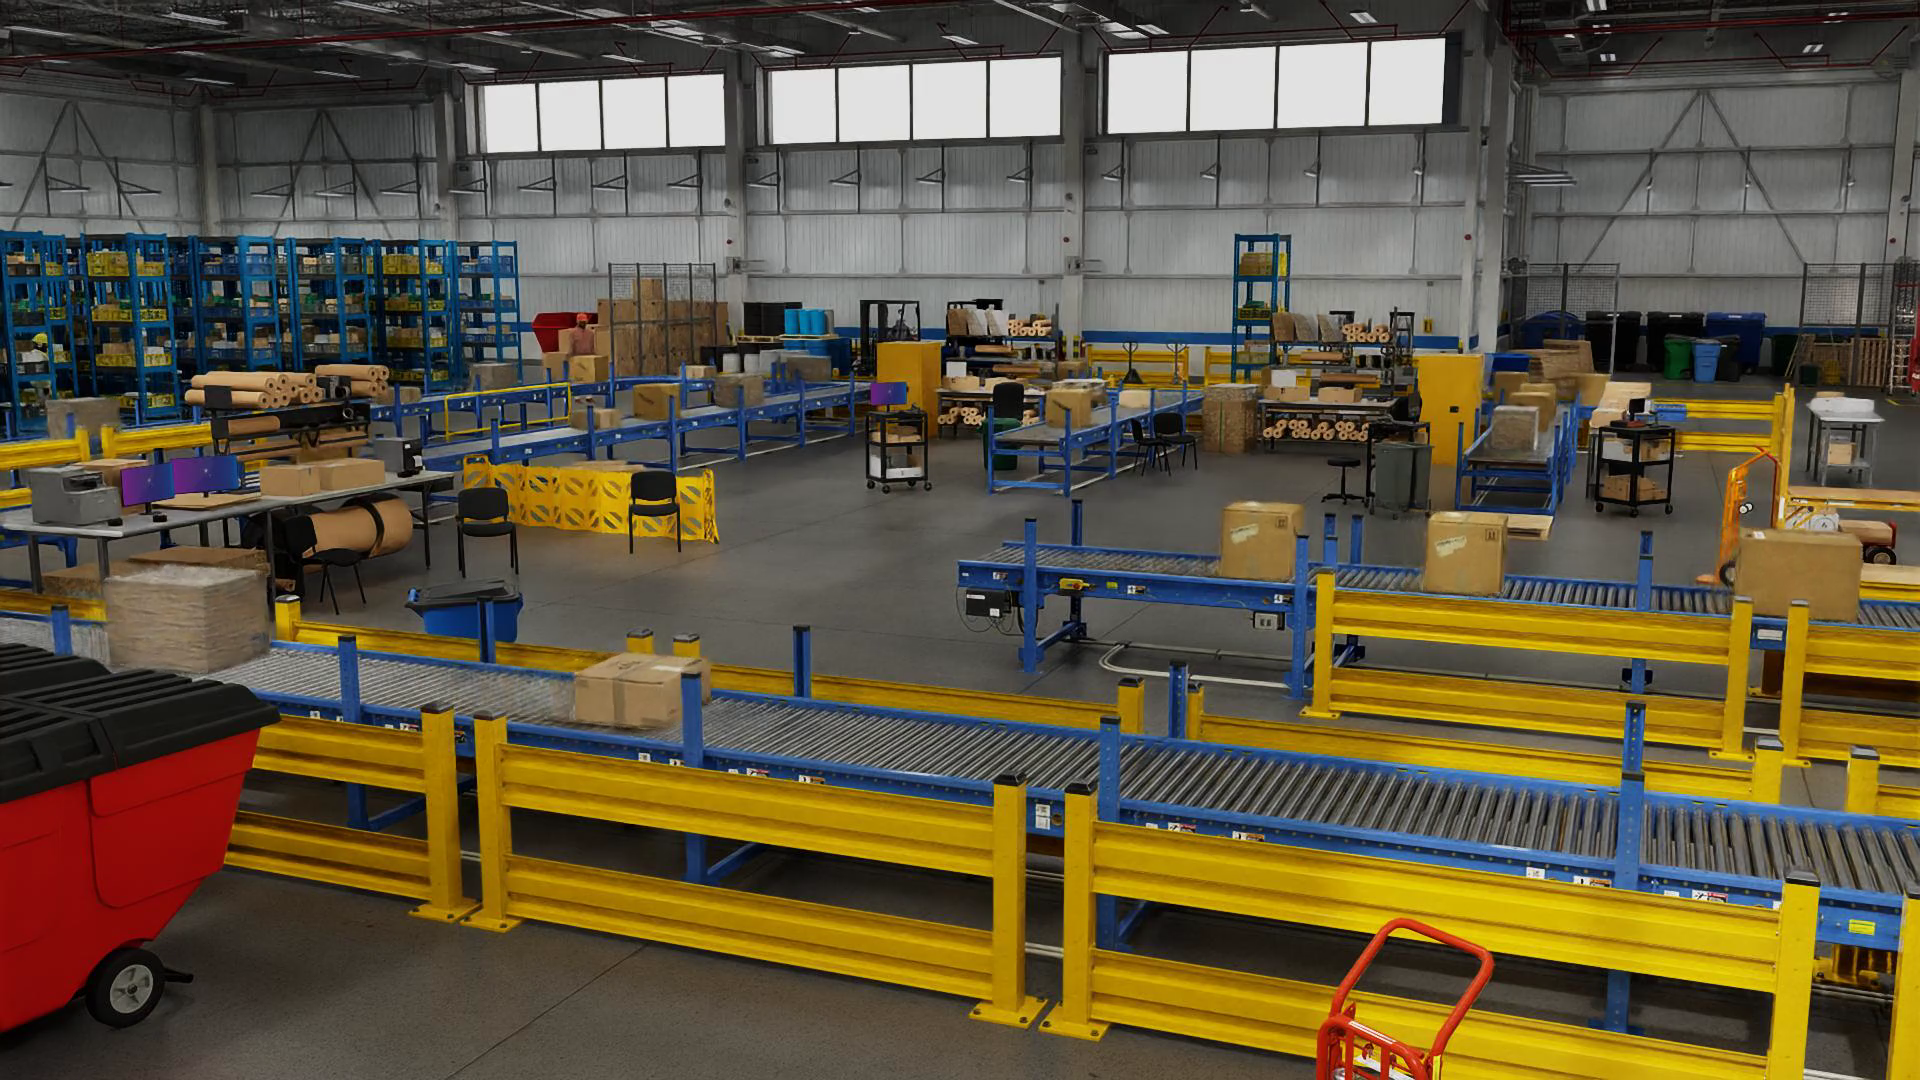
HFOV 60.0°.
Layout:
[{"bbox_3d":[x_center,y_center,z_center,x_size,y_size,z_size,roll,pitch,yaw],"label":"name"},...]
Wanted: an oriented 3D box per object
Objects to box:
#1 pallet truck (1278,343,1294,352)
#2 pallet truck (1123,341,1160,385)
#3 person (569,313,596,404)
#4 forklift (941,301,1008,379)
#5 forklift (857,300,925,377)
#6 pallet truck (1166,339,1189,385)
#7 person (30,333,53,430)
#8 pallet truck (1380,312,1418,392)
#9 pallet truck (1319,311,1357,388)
[{"bbox_3d":[7.886,-4.163,39.743,0.653,1.274,1.630,4,10,22],"label":"pallet truck"},{"bbox_3d":[4.445,-4.380,41.279,0.680,1.201,1.601,4,10,22],"label":"pallet truck"},{"bbox_3d":[-8.307,-3.995,36.626,0.611,1.997,0.375,-8,12,-40],"label":"person"},{"bbox_3d":[0.365,-4.966,41.571,1.157,1.987,2.680,3,10,20],"label":"forklift"},{"bbox_3d":[-1.732,-5.109,42.468,1.157,1.987,2.680,4,10,22],"label":"forklift"},{"bbox_3d":[5.418,-4.269,40.420,0.704,1.261,1.522,3,10,20],"label":"pallet truck"},{"bbox_3d":[-16.433,-2.784,29.814,0.403,1.824,0.586,-8,12,-39],"label":"person"},{"bbox_3d":[10.207,-4.283,38.369,0.823,1.965,1.885,3,10,20],"label":"pallet truck"},{"bbox_3d":[9.071,-4.419,39.190,0.823,1.965,1.885,5,10,26],"label":"pallet truck"}]
